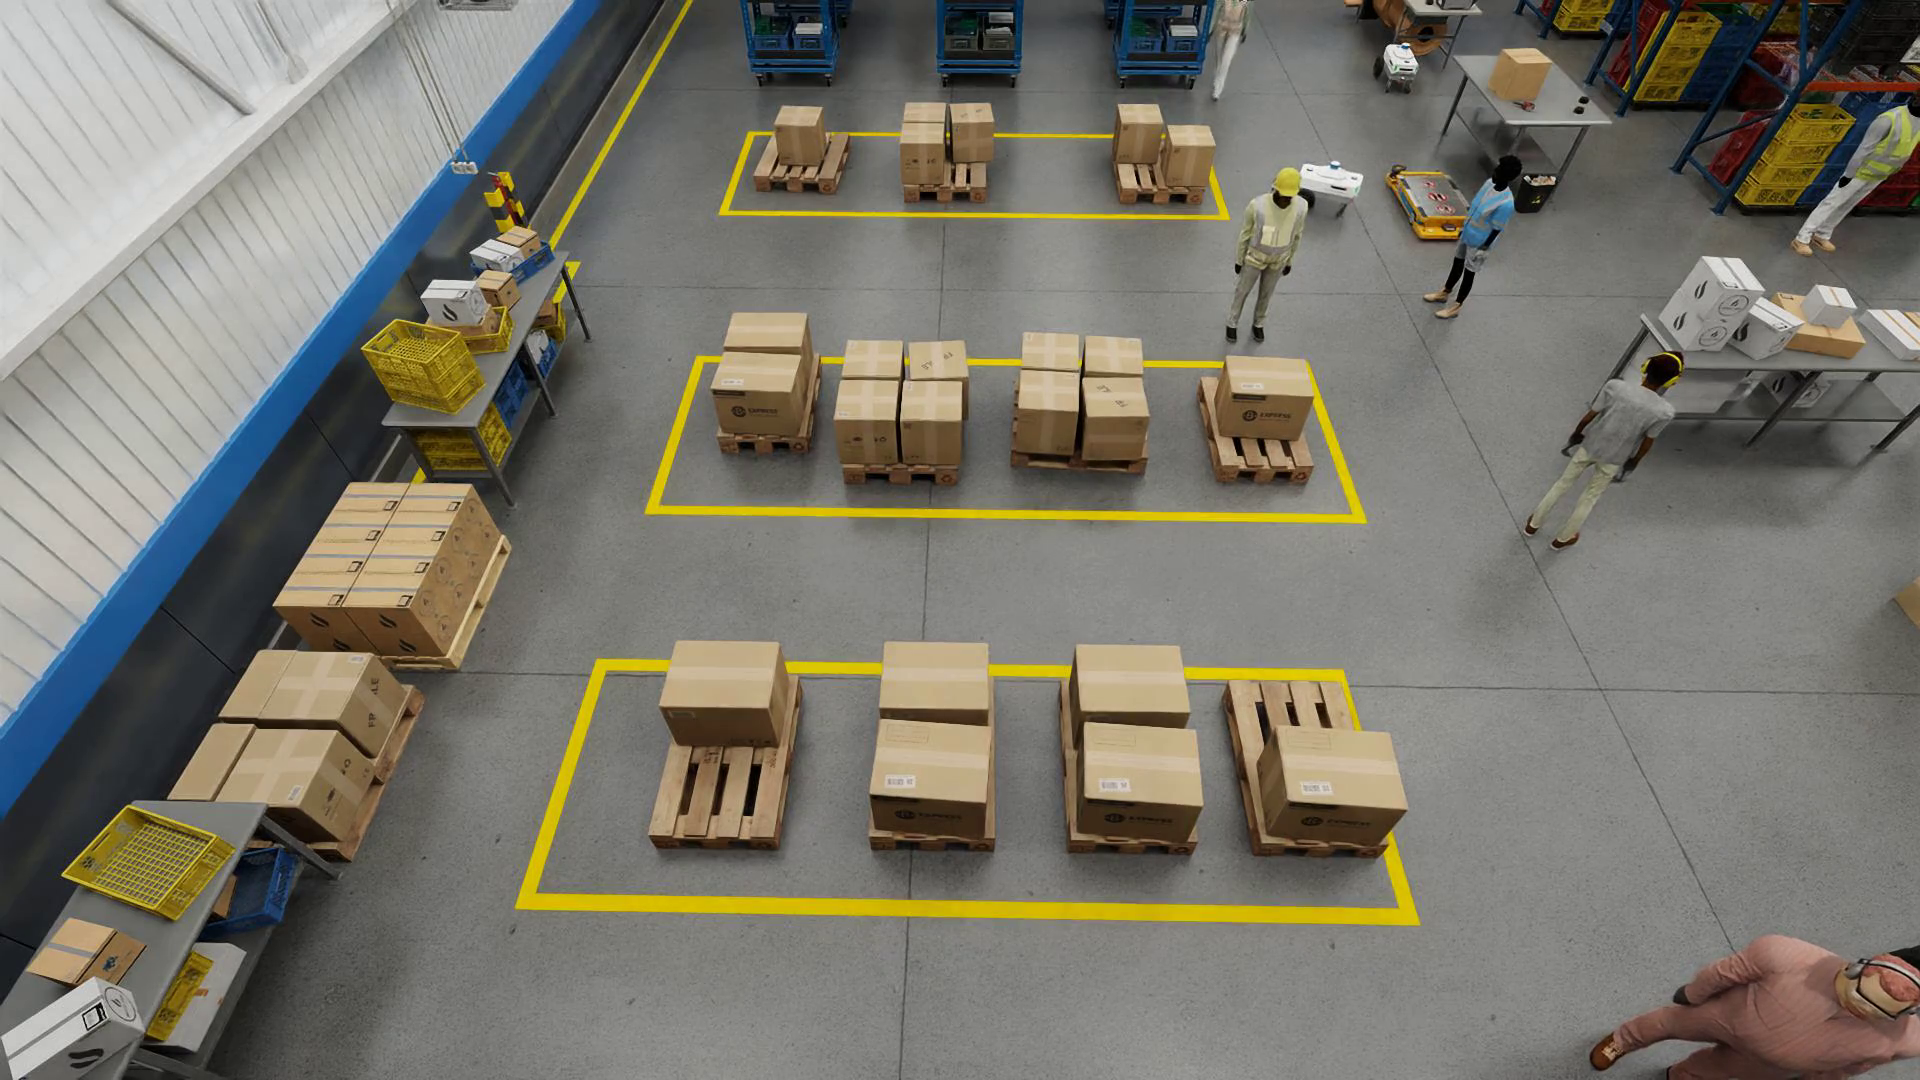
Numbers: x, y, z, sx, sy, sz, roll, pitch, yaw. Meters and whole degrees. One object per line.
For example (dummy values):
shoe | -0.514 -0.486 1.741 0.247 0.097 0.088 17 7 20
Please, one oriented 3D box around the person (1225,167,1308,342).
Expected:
person | 2.959 -2.731 8.862 0.589 1.825 0.403 1 49 1

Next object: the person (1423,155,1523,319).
person | 5.174 -3.028 9.199 0.318 1.697 0.534 -3 49 -2

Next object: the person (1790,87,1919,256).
person | 9.859 -3.990 9.936 0.624 1.847 0.429 -11 50 -9

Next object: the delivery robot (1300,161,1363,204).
delivery robot | 4.428 -4.290 10.982 0.707 0.478 0.477 18 51 15

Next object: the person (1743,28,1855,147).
person | 10.624 -5.744 11.455 1.106 1.852 0.634 -15 51 -13

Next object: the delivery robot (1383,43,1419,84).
delivery robot | 6.372 -6.919 13.258 0.477 0.478 0.707 5 49 4

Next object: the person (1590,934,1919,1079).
person | 3.811 2.371 4.389 0.642 1.909 0.399 36 58 27

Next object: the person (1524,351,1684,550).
person | 4.936 -0.675 7.049 0.335 1.873 0.521 -32 56 -25

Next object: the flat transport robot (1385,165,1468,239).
flat transport robot | 5.692 -4.094 11.059 0.652 0.197 1.431 1 49 1

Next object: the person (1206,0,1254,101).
person | 3.713 -7.029 12.731 0.534 1.577 0.906 14 51 12
